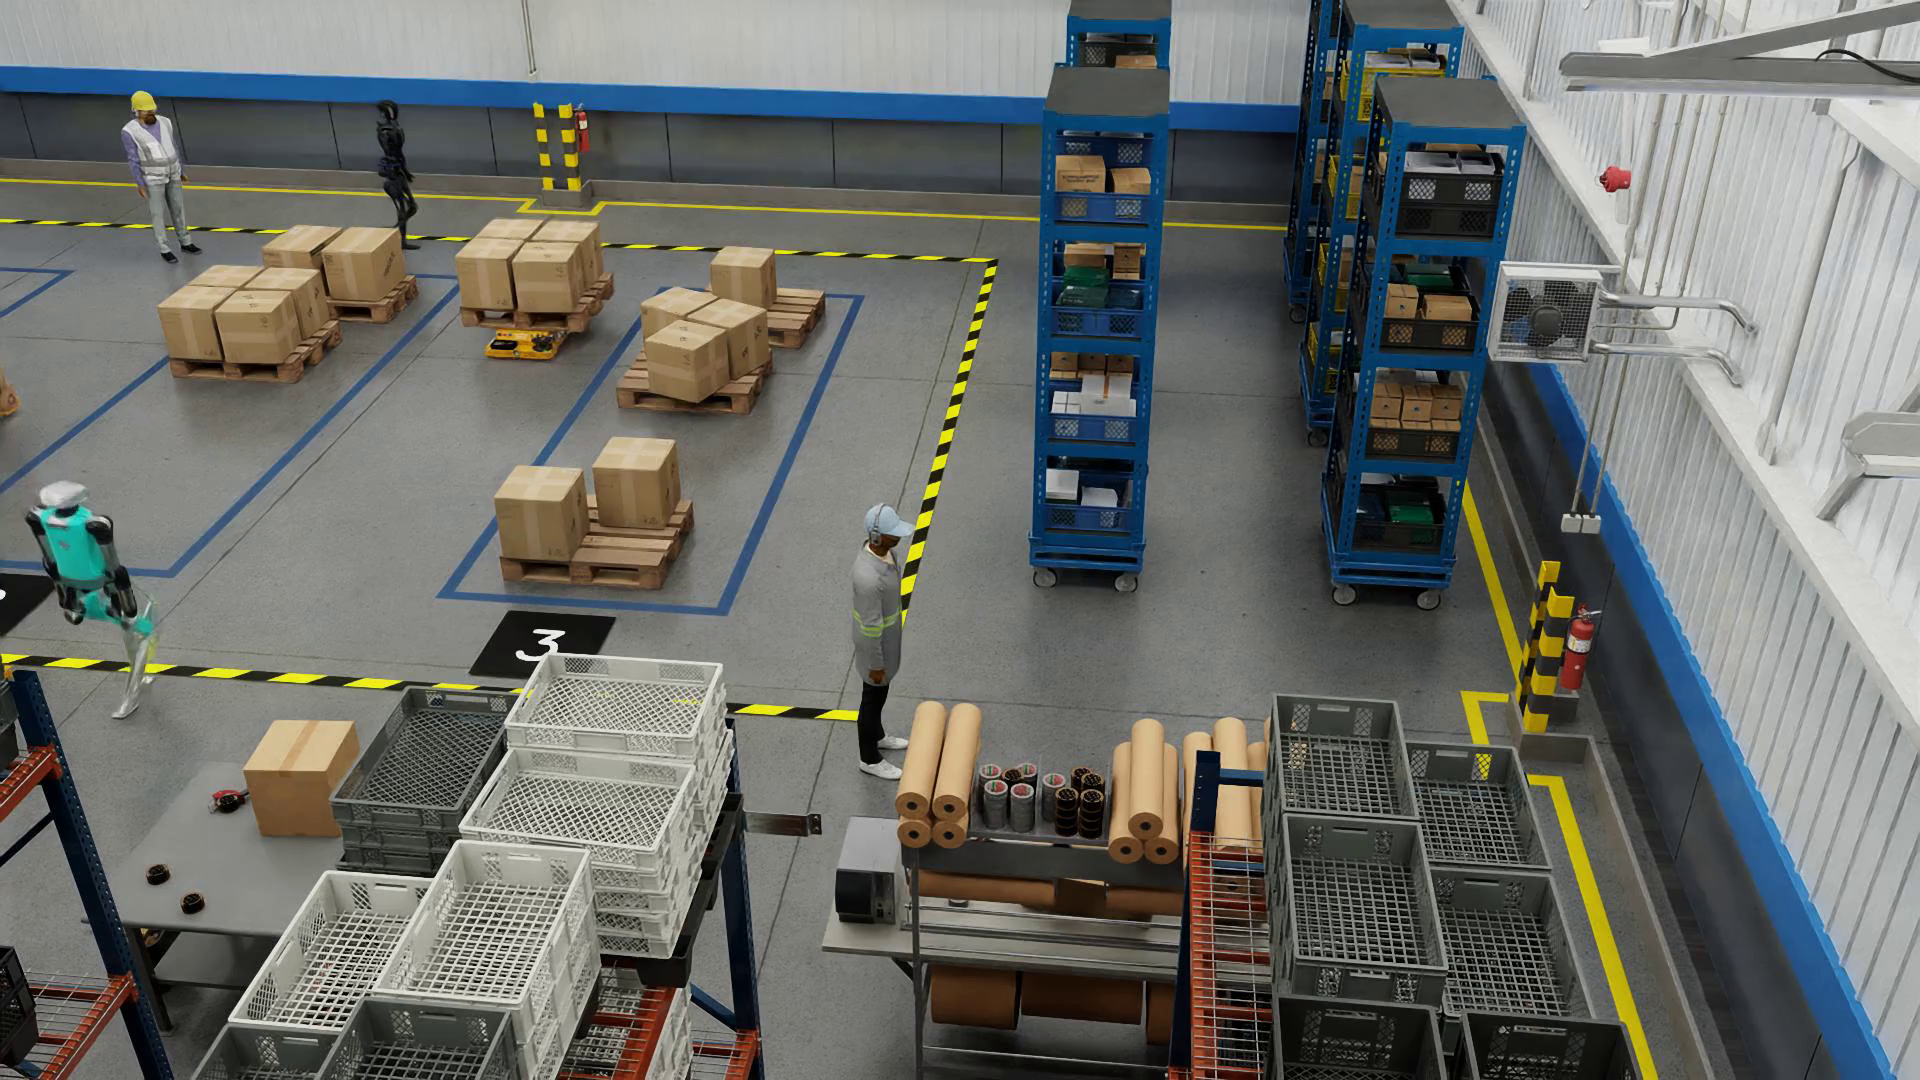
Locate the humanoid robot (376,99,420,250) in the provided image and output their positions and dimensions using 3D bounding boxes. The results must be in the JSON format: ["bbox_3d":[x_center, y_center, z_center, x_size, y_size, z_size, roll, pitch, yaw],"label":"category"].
[{"bbox_3d":[-6.187,-3.966,18.086,0.407,1.641,0.609,-2,30,-3],"label":"humanoid robot"}]

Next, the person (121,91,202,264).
[{"bbox_3d":[-8.557,-3.900,17.816,0.404,1.830,0.600,17,34,26],"label":"person"}]

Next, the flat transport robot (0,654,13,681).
[{"bbox_3d":[-7.142,0.969,11.010,1.431,0.231,0.659,3,30,6],"label":"flat transport robot"}]

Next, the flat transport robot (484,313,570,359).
[{"bbox_3d":[-4.122,-2.164,16.362,0.652,0.197,1.431,3,30,6],"label":"flat transport robot"}]

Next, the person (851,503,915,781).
[{"bbox_3d":[-0.455,0.596,10.076,0.398,1.850,0.596,3,30,5],"label":"person"}]

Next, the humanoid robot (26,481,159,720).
[{"bbox_3d":[-5.408,0.316,10.701,0.556,1.778,0.787,5,31,8],"label":"humanoid robot"}]

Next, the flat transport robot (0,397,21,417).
[{"bbox_3d":[-8.821,-0.953,14.282,0.652,0.197,1.431,3,30,6],"label":"flat transport robot"}]
